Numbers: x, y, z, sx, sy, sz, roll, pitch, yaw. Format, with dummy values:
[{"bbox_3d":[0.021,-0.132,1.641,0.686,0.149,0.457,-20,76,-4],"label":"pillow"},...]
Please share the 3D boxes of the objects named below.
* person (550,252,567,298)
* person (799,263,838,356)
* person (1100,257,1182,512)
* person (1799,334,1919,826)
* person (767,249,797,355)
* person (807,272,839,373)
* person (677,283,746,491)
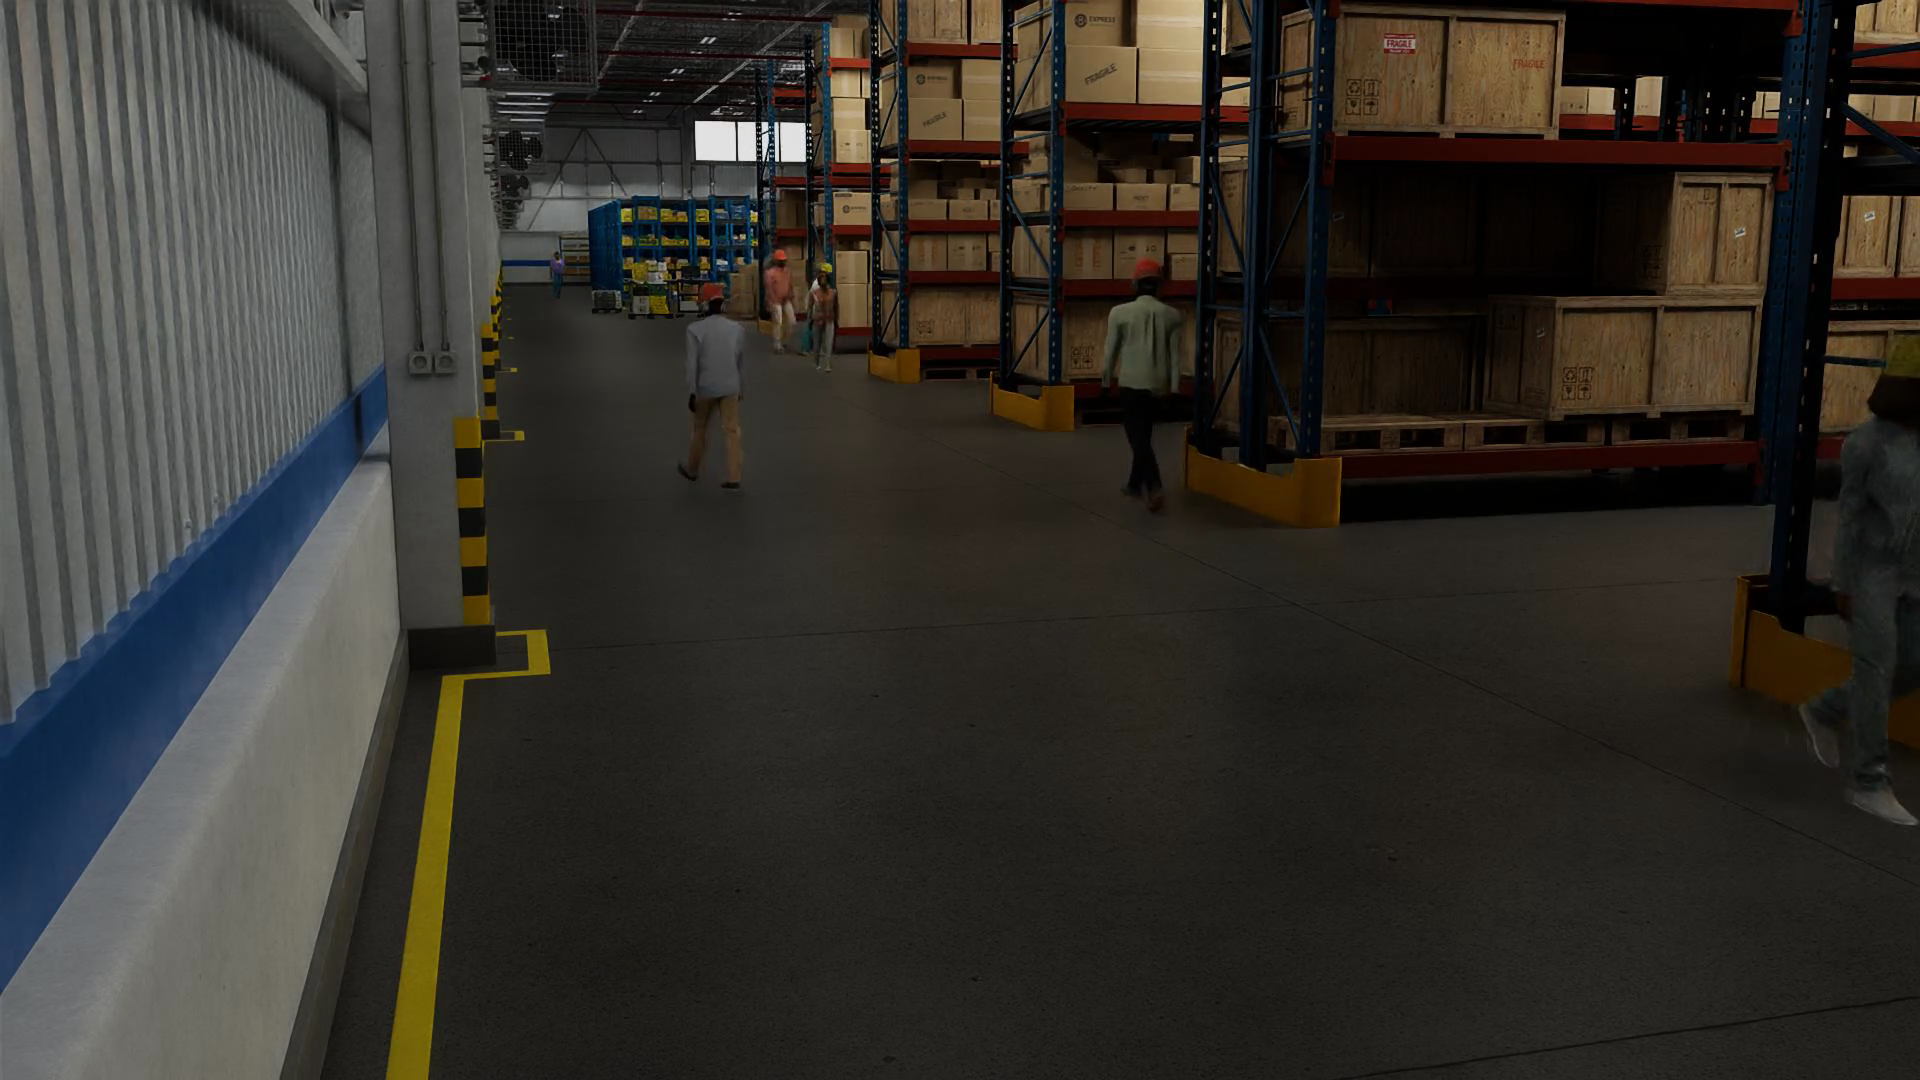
[{"bbox_3d":[-15.713,-10.345,65.039,0.575,1.797,0.961,-5,11,-25],"label":"person"},{"bbox_3d":[-2.578,-4.228,30.629,0.938,1.698,0.523,4,11,20],"label":"person"},{"bbox_3d":[1.442,-1.209,12.880,0.603,1.949,1.017,-4,11,-19],"label":"person"},{"bbox_3d":[3.297,0.117,5.990,0.490,1.729,0.573,-3,10,-17],"label":"person"},{"bbox_3d":[-3.315,-4.437,31.074,0.622,1.967,0.524,-9,13,-41],"label":"person"},{"bbox_3d":[-2.231,-3.536,26.977,0.528,1.615,0.754,-2,10,-13],"label":"person"},{"bbox_3d":[-2.081,-1.282,13.927,0.594,1.705,0.869,-7,12,-34],"label":"person"}]
